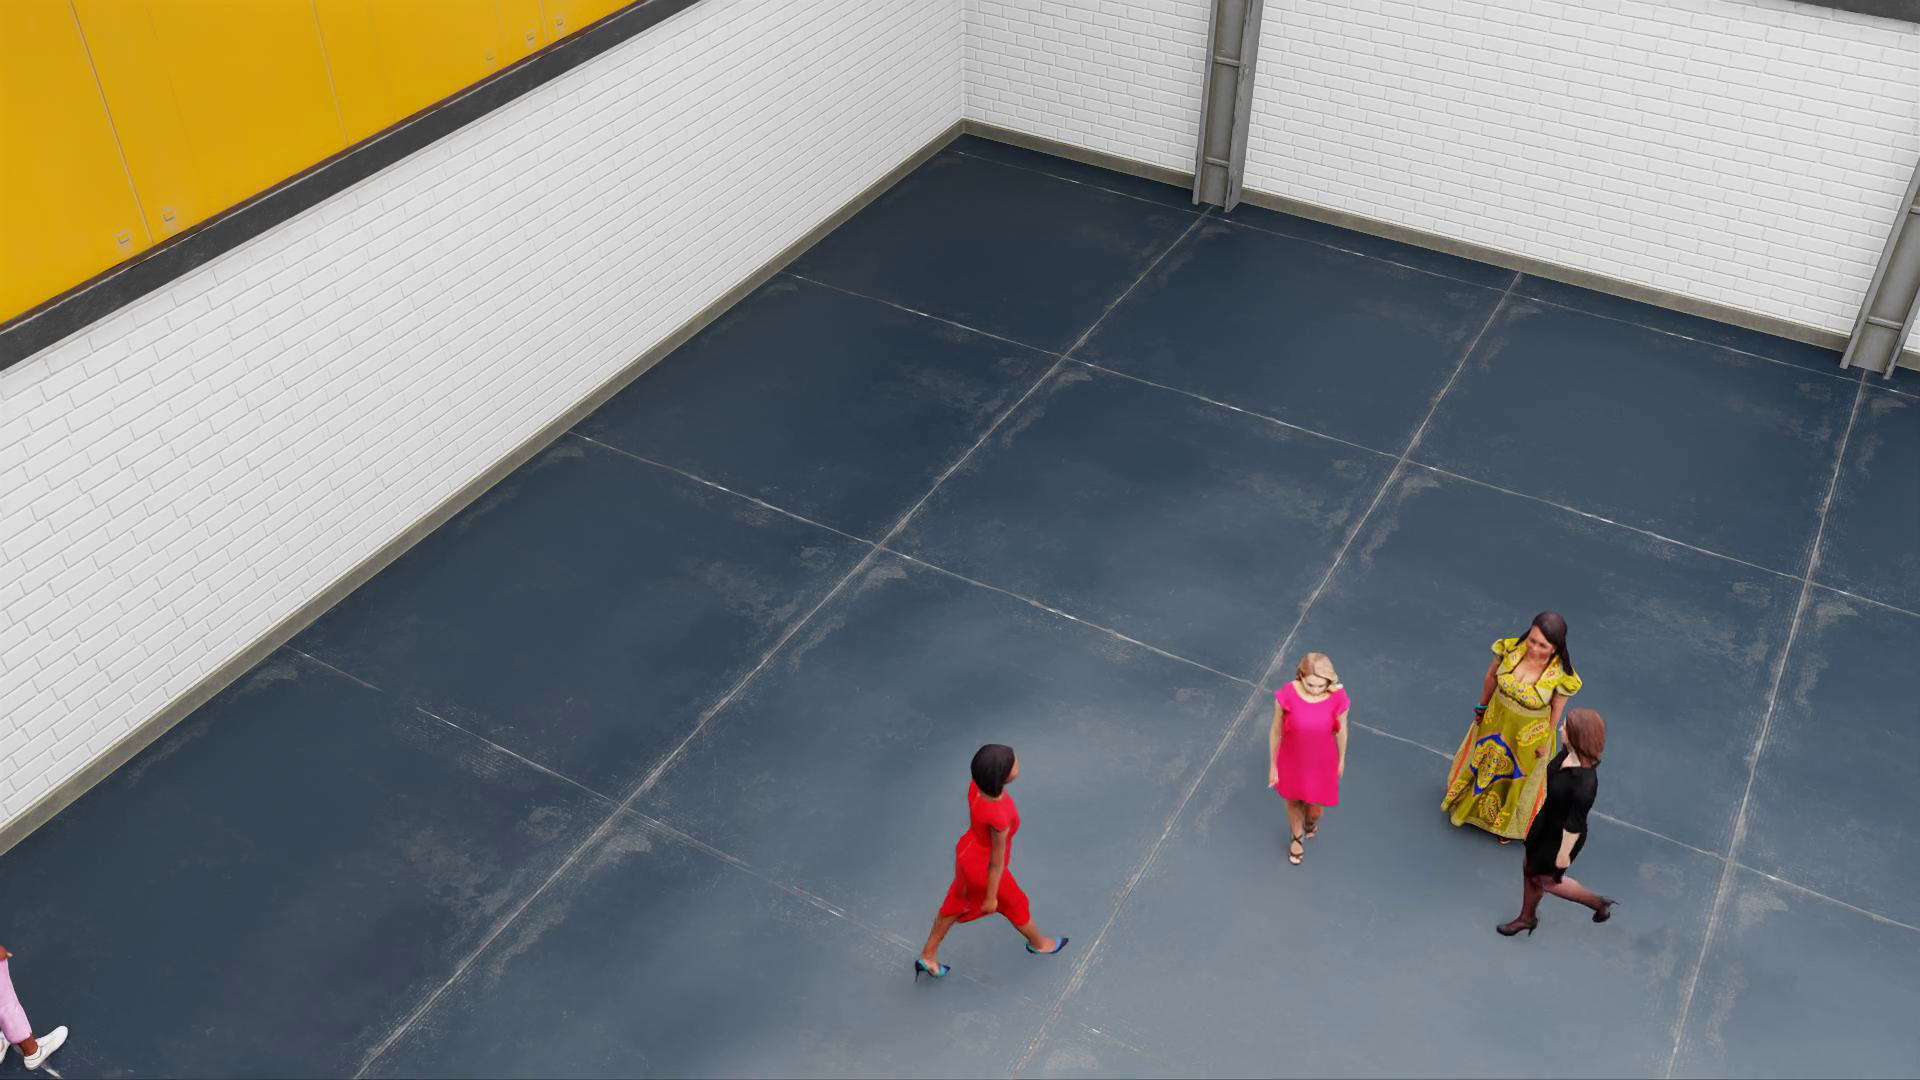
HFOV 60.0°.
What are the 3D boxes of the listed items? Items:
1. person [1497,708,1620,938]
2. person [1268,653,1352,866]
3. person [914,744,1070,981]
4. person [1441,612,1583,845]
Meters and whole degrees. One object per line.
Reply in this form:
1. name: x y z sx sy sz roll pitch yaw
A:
1. person: 3.325 1.589 8.991 0.933 1.683 0.784 4 39 5
2. person: 1.981 1.181 9.486 0.723 1.703 0.781 6 39 8
3. person: 0.045 1.764 8.765 1.104 1.693 1.112 -13 41 -16
4. person: 3.240 1.064 9.667 0.754 1.659 0.948 26 45 29
